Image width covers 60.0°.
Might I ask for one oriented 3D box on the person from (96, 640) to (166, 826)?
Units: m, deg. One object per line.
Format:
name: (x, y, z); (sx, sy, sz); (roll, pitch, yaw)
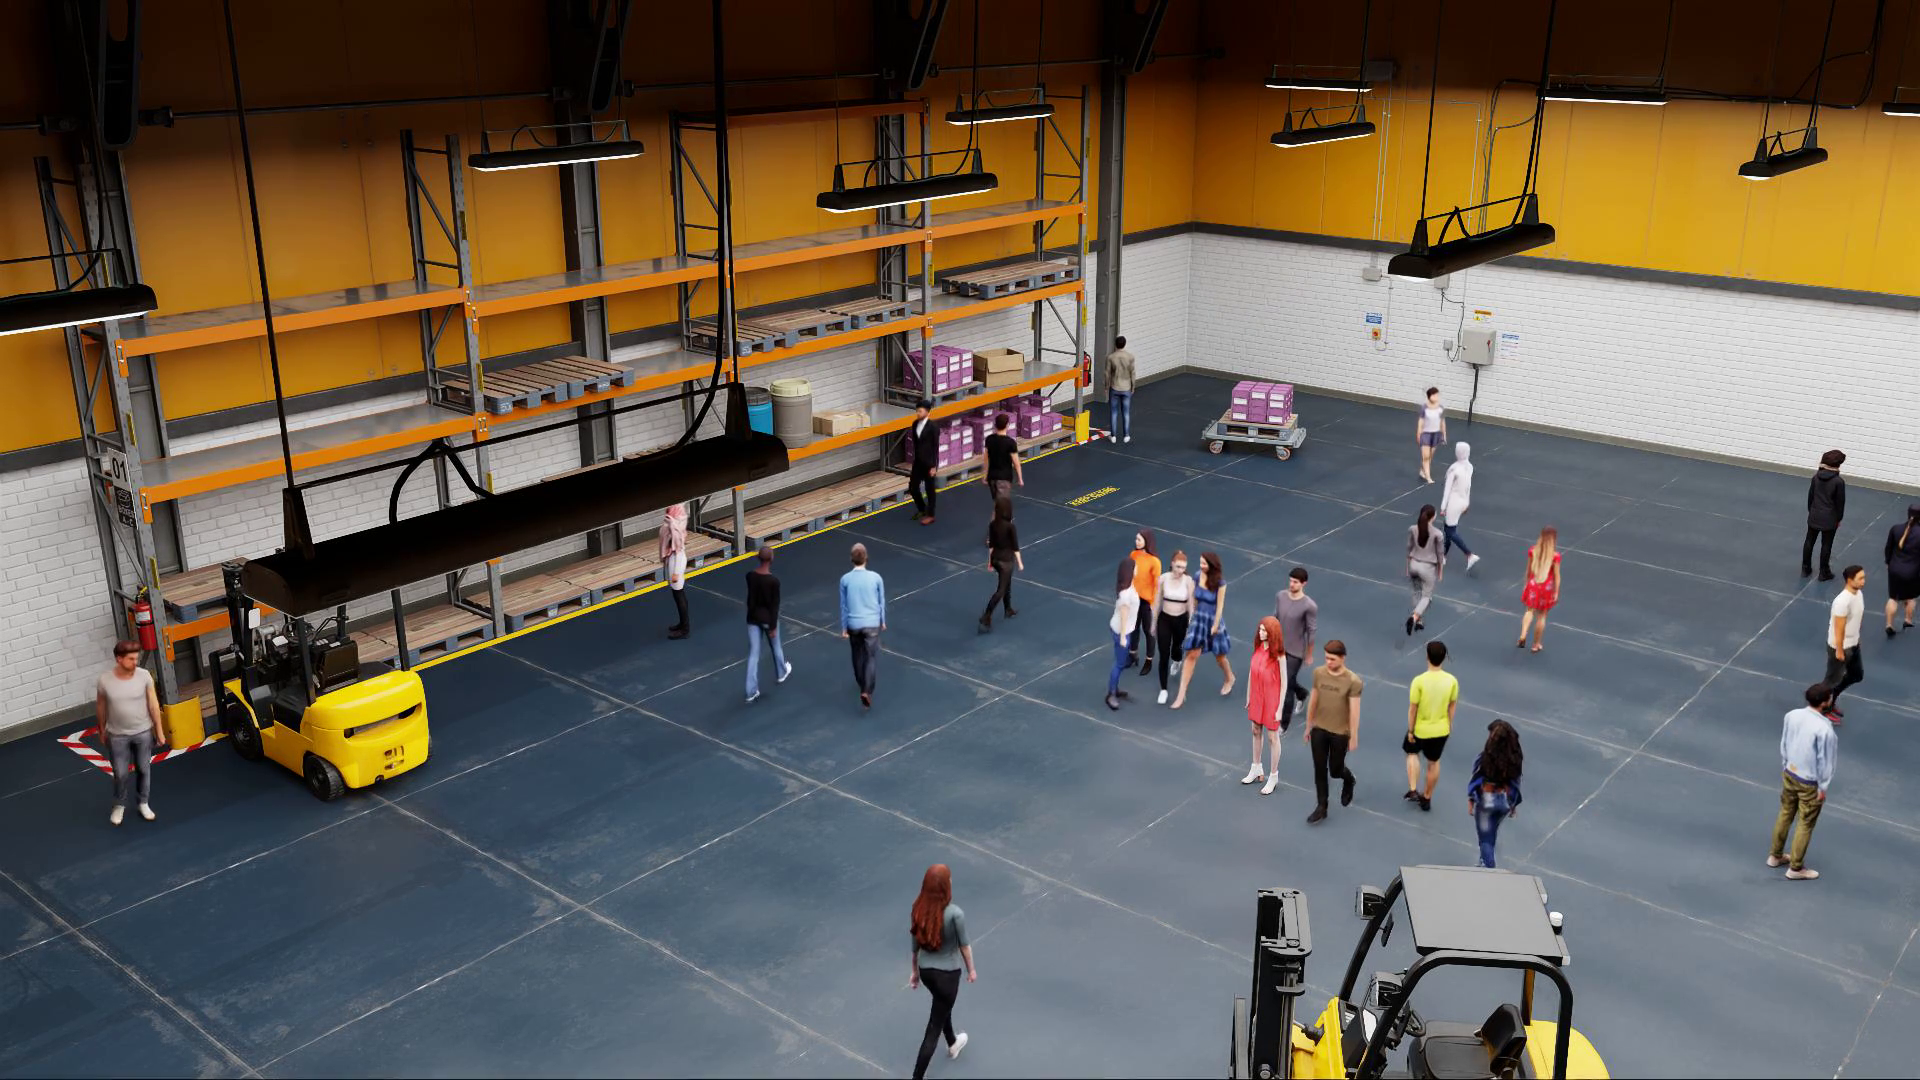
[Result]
person: (-7.840, 1.798, 15.647); (0.732, 1.850, 0.880); (-5, 19, -16)

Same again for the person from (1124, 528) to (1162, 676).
person: (2.110, 0.681, 19.121); (0.610, 1.749, 0.657); (-15, 24, -37)

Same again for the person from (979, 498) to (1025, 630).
person: (0.483, 0.311, 20.436); (0.605, 1.612, 1.052); (17, 25, 41)

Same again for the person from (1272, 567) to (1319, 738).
person: (3.543, 1.144, 17.629); (1.102, 1.826, 0.810); (-15, 24, -38)

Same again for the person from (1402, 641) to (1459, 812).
person: (4.508, 1.805, 15.870); (0.758, 1.695, 0.801); (1, 19, 2)

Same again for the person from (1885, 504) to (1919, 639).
person: (11.391, 0.401, 20.099); (0.890, 1.656, 0.782); (-16, 25, -40)

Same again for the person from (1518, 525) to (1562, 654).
person: (6.802, 0.606, 19.606); (0.575, 1.583, 0.719); (15, 24, 38)

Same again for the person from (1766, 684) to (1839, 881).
person: (7.493, 2.119, 14.756); (0.779, 1.810, 0.762); (-5, 19, -14)

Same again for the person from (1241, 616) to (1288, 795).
person: (3.003, 1.597, 16.281); (0.611, 1.826, 0.655); (-12, 22, -32)

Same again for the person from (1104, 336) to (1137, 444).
person: (2.756, -2.601, 28.687); (0.792, 1.864, 0.825); (0, 19, 1)

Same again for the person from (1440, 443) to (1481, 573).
person: (6.727, -0.418, 22.382); (1.062, 1.752, 0.860); (-13, 23, -34)

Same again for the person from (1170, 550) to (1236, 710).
person: (2.773, 0.984, 18.209); (0.694, 1.758, 1.169); (18, 25, 42)

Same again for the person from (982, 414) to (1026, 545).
person: (0.511, -0.838, 23.523); (0.786, 1.820, 1.164); (11, 22, 30)

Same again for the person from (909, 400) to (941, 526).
person: (-0.433, -1.155, 24.389); (0.700, 1.868, 0.607); (16, 24, 39)

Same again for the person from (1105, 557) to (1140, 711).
person: (1.753, 1.021, 18.239); (0.828, 1.669, 0.738); (3, 19, 8)

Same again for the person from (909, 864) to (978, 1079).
person: (-0.181, 3.167, 11.814); (0.681, 1.703, 1.166); (11, 22, 30)

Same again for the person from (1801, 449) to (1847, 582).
person: (11.488, -0.339, 22.102); (0.673, 1.781, 0.680); (-13, 23, -35)

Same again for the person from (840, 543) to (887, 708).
person: (-1.060, 0.945, 18.273); (1.068, 1.791, 1.230); (1, 19, 4)

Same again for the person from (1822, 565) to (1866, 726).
person: (9.370, 1.093, 17.827); (0.597, 1.794, 0.758); (-17, 25, -40)

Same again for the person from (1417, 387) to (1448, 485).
person: (7.460, -1.683, 26.487); (0.974, 1.528, 1.000); (-3, 19, -10)

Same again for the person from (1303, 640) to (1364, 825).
person: (3.562, 1.782, 15.724); (0.649, 1.831, 0.880); (15, 24, 37)

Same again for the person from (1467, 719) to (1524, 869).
person: (4.642, 2.346, 14.417); (1.023, 1.598, 1.092); (-1, 19, -4)

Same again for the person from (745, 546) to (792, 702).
person: (-2.229, 0.953, 18.392); (0.897, 1.700, 1.238); (6, 20, 18)

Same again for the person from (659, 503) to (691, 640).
person: (-3.430, 0.316, 20.122); (0.792, 1.803, 0.733); (-2, 19, -5)

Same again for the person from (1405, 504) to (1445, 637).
person: (5.555, 0.402, 20.090); (0.629, 1.660, 0.911); (16, 24, 40)

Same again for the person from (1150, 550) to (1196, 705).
person: (2.385, 0.920, 18.446); (0.871, 1.727, 1.086); (6, 20, 19)
